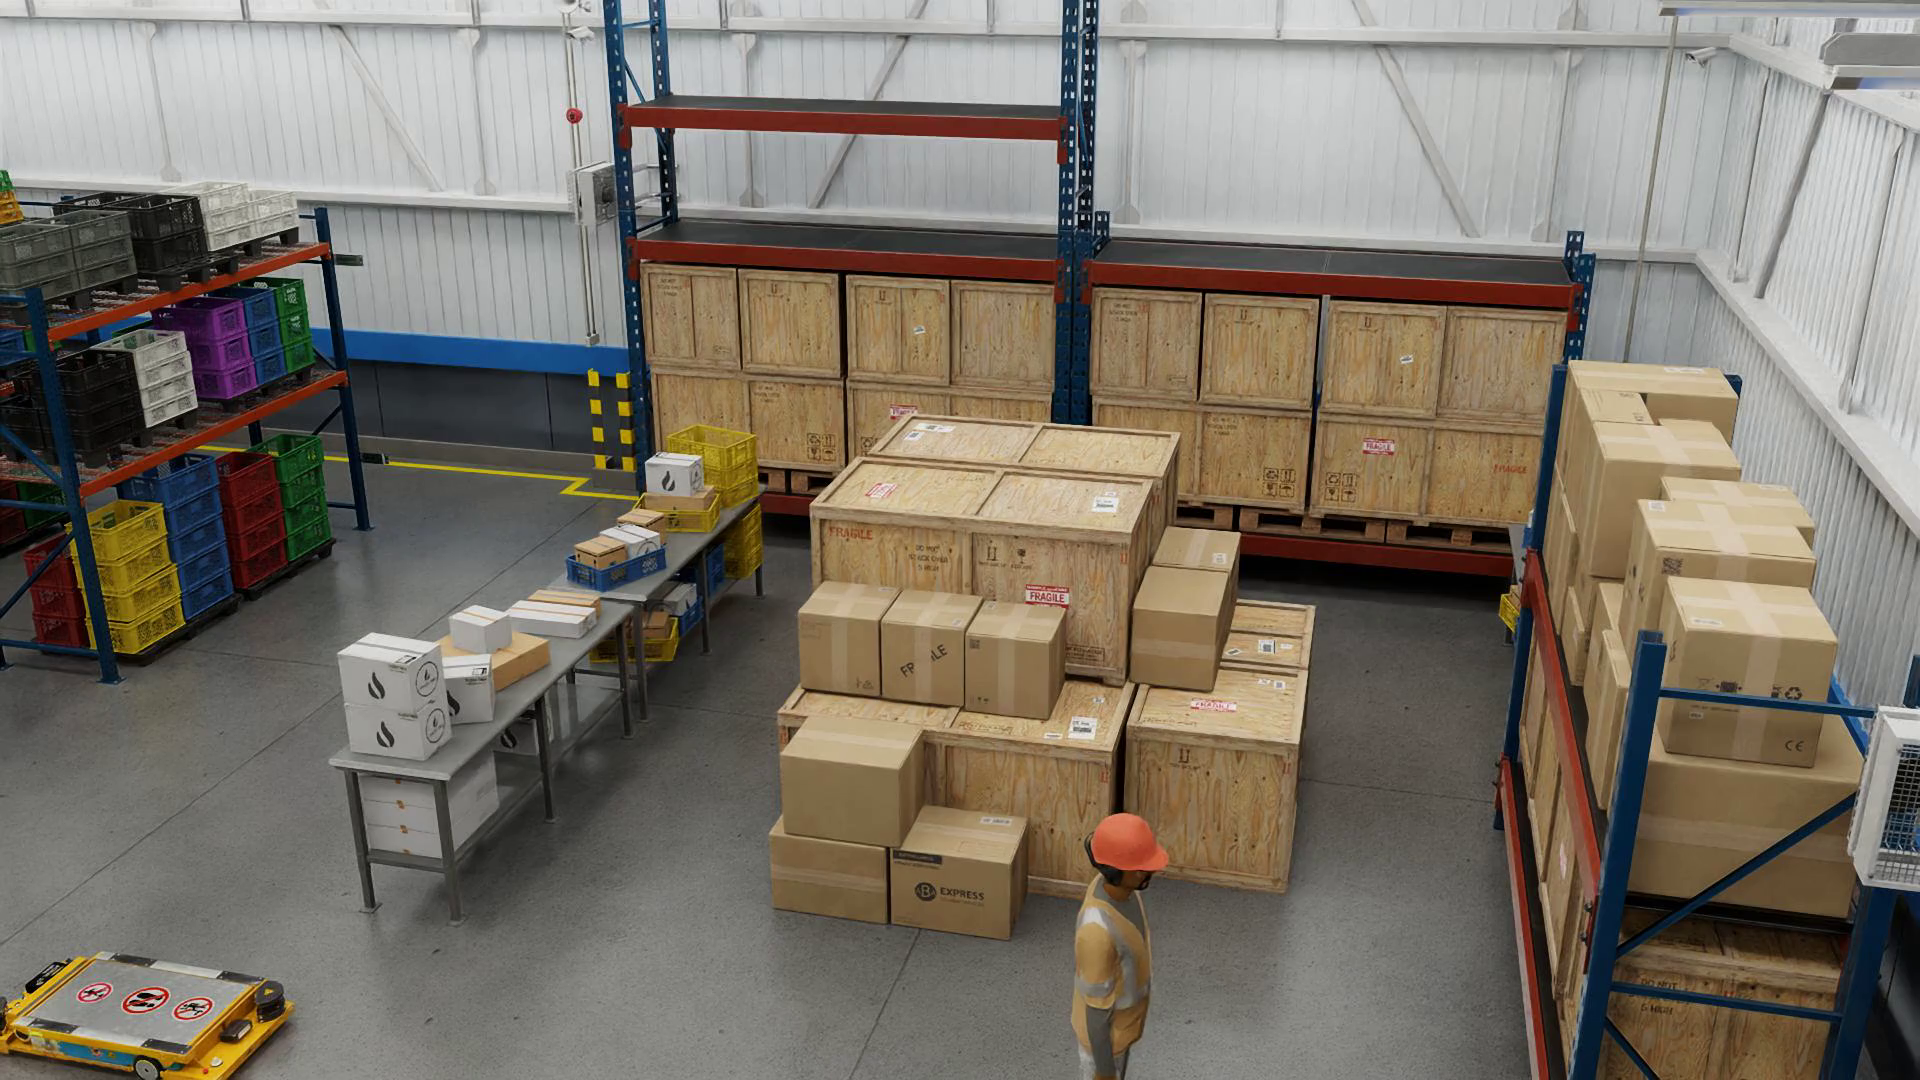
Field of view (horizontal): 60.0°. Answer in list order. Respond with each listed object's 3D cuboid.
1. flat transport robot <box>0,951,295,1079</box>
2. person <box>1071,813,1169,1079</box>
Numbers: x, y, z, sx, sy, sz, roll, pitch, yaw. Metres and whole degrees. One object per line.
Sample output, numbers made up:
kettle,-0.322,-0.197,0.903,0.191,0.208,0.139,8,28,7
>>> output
flat transport robot,-4.270,2.464,8.601,1.431,0.231,0.659,5,22,13
person,0.670,2.075,7.135,0.374,2.044,0.604,5,22,13
